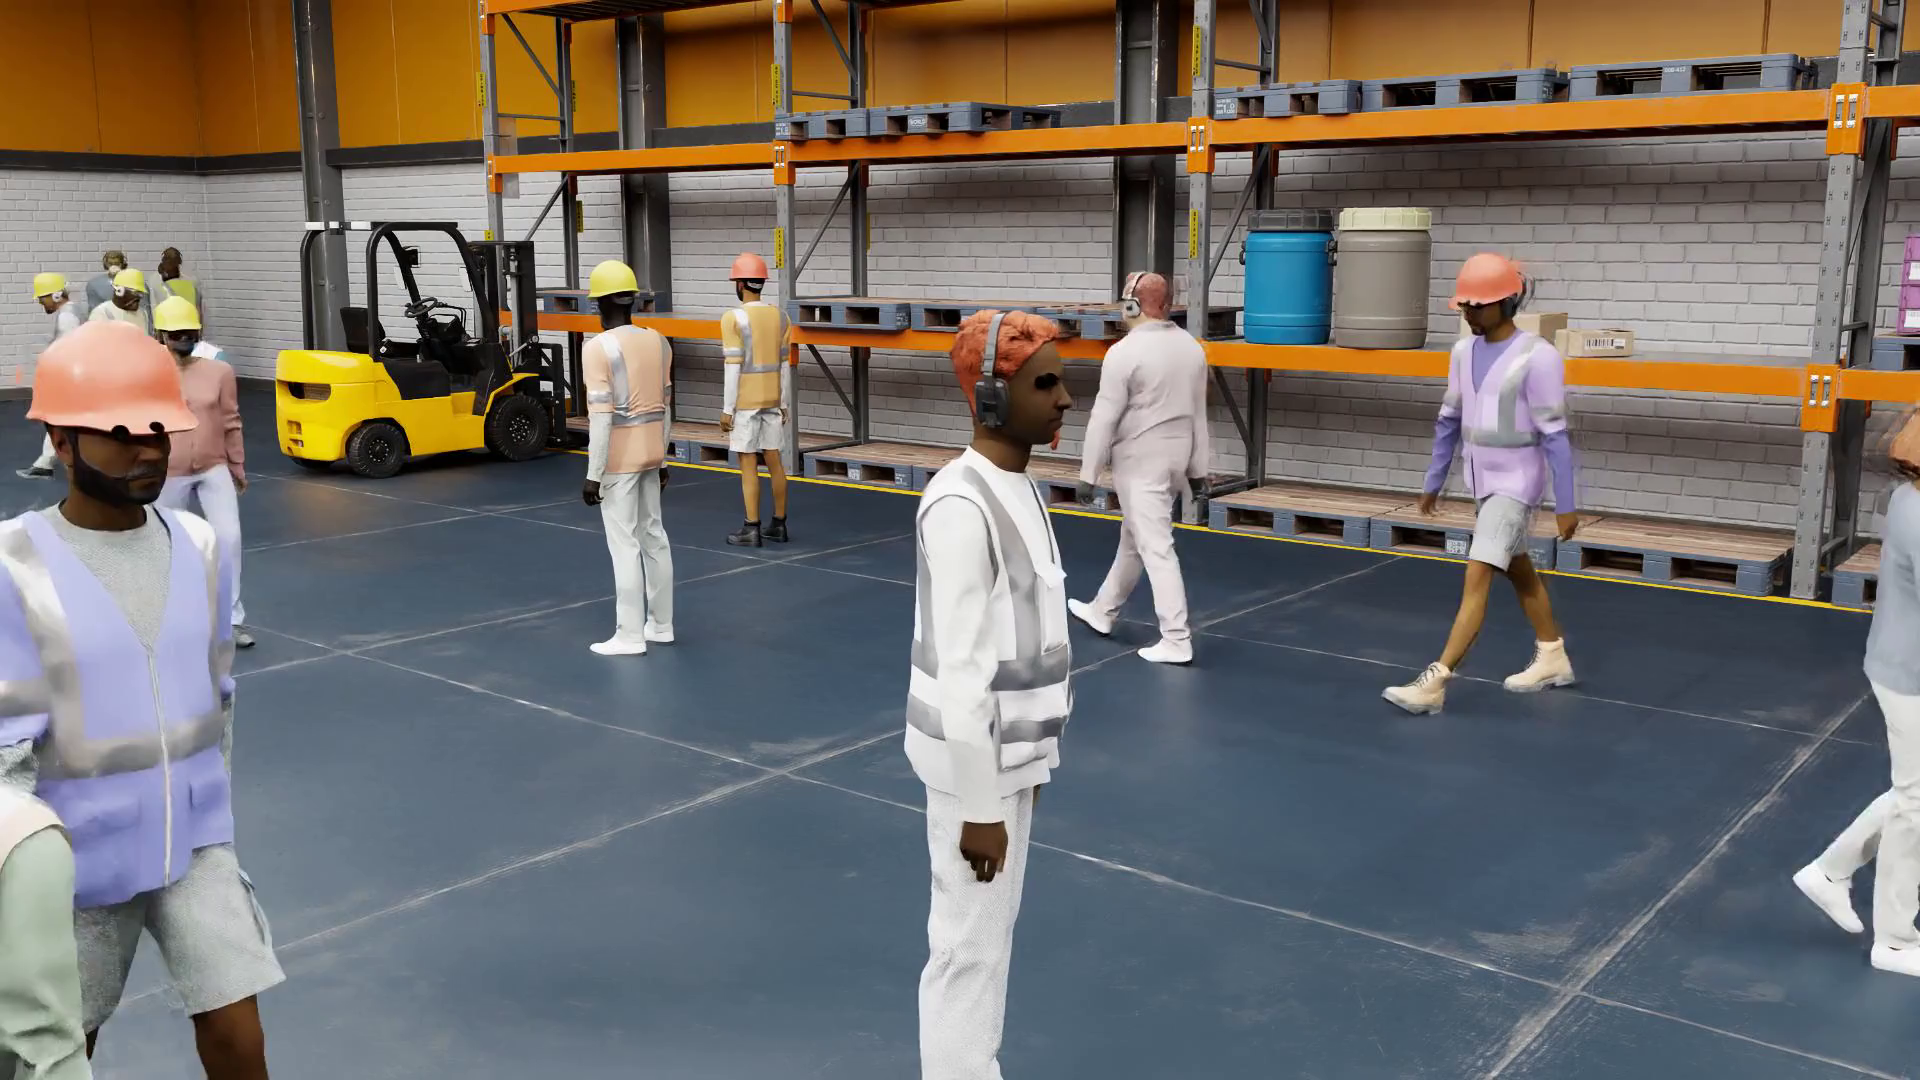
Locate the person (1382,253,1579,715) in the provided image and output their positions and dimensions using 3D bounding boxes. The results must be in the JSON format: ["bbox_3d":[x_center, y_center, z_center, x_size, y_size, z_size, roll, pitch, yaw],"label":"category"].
[{"bbox_3d":[2.312,-0.238,7.173,1.093,1.974,0.669,-4,11,-19],"label":"person"}]

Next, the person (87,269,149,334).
[{"bbox_3d":[-6.921,-1.347,13.804,0.797,1.774,0.687,4,11,20],"label":"person"}]

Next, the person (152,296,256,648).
[{"bbox_3d":[-3.757,-0.315,8.172,0.556,1.740,0.705,-8,13,-38],"label":"person"}]

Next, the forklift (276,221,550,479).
[{"bbox_3d":[-4.922,-1.741,14.854,1.214,2.155,2.313,8,13,38],"label":"forklift"}]

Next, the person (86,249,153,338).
[{"bbox_3d":[-9.227,-2.231,18.309,0.656,1.925,0.427,-4,11,-21],"label":"person"}]

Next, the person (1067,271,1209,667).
[{"bbox_3d":[0.811,-0.357,8.084,0.952,1.860,0.679,10,14,43],"label":"person"}]

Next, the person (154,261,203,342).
[{"bbox_3d":[-9.331,-2.452,19.964,0.998,1.782,0.678,5,11,26],"label":"person"}]

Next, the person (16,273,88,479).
[{"bbox_3d":[-7.527,-1.392,14.168,0.965,1.750,0.657,-4,11,-19],"label":"person"}]

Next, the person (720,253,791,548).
[{"bbox_3d":[-1.375,-0.920,11.016,0.371,1.935,0.551,9,14,42],"label":"person"}]

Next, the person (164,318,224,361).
[{"bbox_3d":[-5.076,-0.731,10.899,0.520,1.590,0.852,0,10,-1],"label":"person"}]

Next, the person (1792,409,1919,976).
[{"bbox_3d":[2.615,0.405,4.528,0.370,1.620,0.531,4,11,21],"label":"person"}]

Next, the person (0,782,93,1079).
[{"bbox_3d":[-1.292,0.833,2.167,0.528,1.622,0.468,2,10,12],"label":"person"}]

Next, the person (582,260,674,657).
[{"bbox_3d":[-1.639,-0.392,8.123,0.377,1.922,0.594,5,11,27],"label":"person"}]

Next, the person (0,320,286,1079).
[{"bbox_3d":[-1.565,0.543,3.063,0.984,1.902,0.540,7,12,34],"label":"person"}]

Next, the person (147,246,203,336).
[{"bbox_3d":[-9.968,-2.756,21.183,0.635,1.939,0.362,-8,13,-38],"label":"person"}]

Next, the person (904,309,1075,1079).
[{"bbox_3d":[0.074,0.470,3.463,0.360,1.883,0.574,2,10,12],"label":"person"}]
